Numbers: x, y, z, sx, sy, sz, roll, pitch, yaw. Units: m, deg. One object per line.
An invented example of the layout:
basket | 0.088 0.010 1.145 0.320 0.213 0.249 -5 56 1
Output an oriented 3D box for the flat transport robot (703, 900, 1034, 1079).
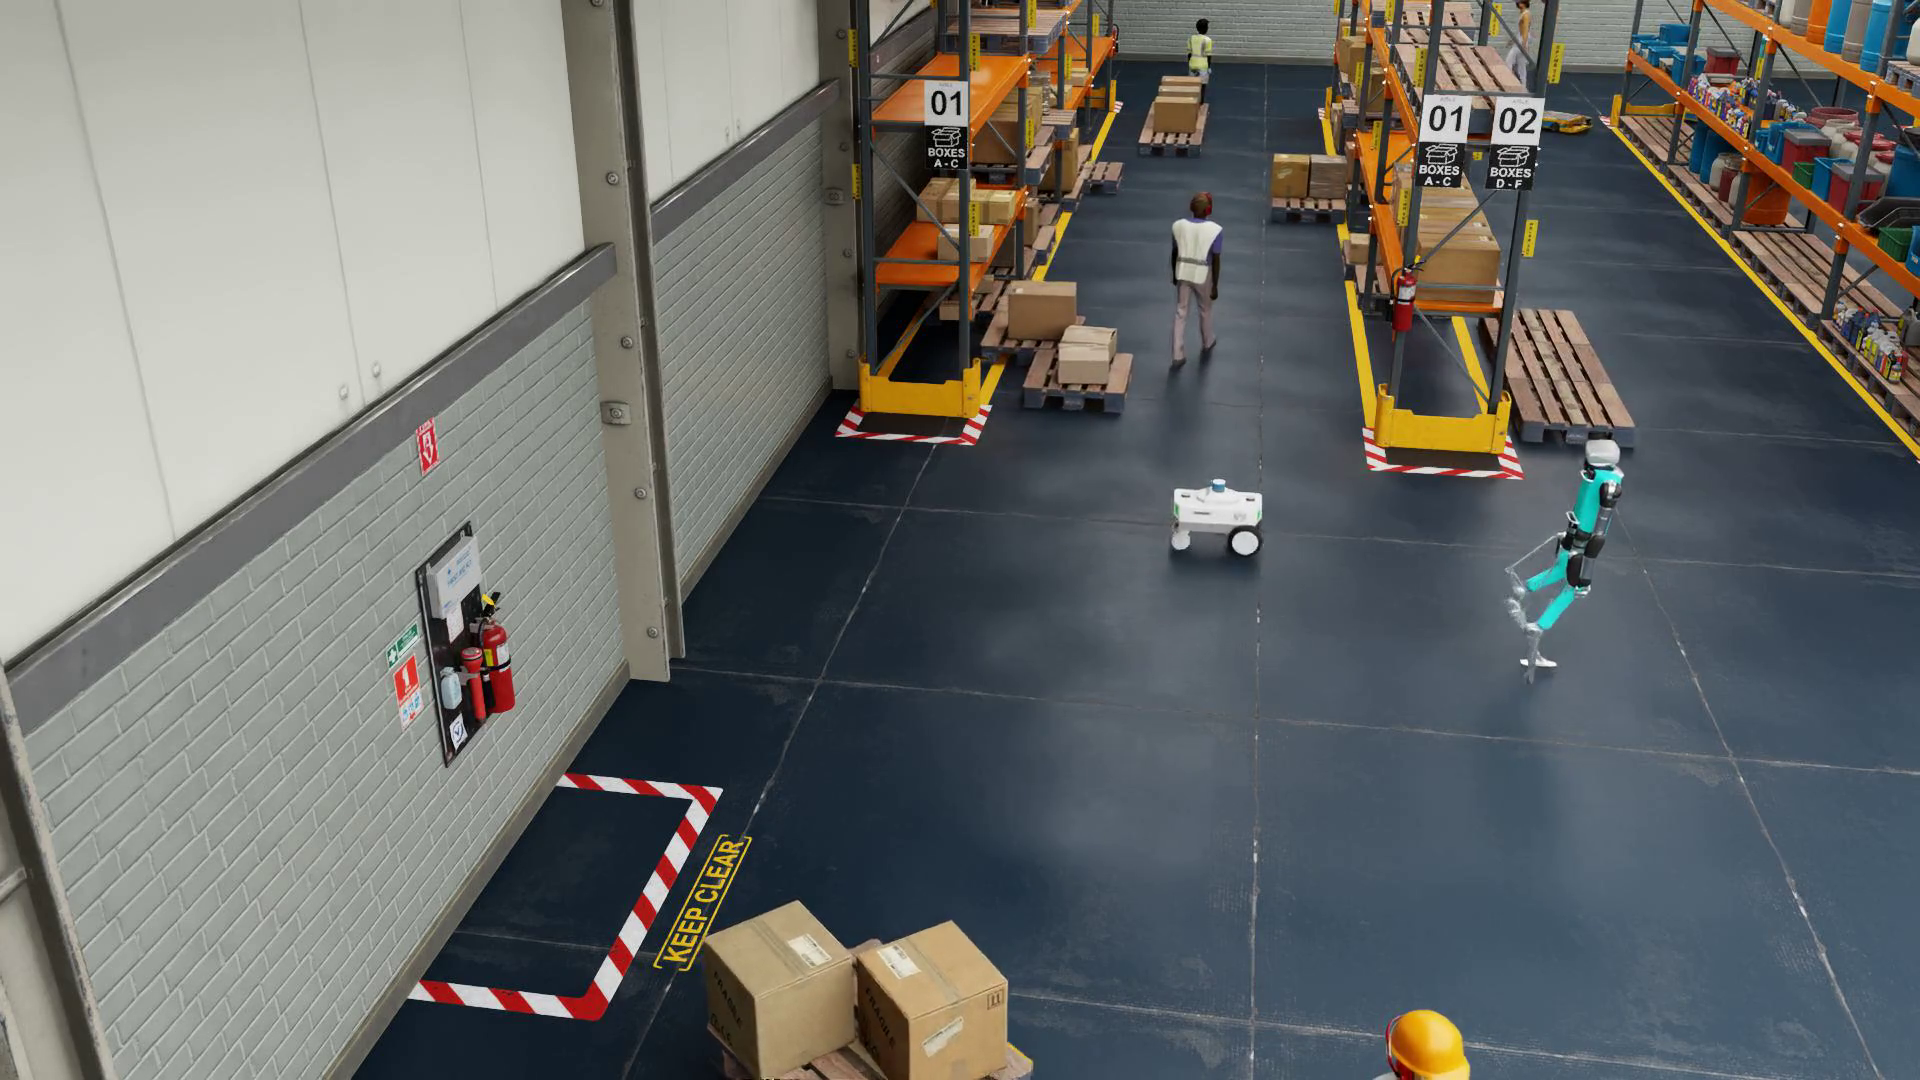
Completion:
flat transport robot | -0.400 2.596 7.800 1.431 0.231 0.659 -19 31 -35

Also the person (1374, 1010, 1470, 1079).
person | 1.612 2.490 6.124 0.563 1.890 0.380 -12 28 -24

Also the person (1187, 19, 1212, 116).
person | 4.286 -8.451 29.758 0.321 1.694 0.529 -22 33 -38

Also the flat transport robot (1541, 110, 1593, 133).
flat transport robot | 10.238 -7.329 29.043 1.431 0.231 0.659 23 33 39

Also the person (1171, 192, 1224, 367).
person | 2.477 -2.761 17.460 0.584 1.788 0.963 13 28 25

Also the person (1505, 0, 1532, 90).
person | 10.616 -9.505 31.855 0.777 1.833 0.529 5 26 11

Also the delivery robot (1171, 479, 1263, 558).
delivery robot | 2.097 -0.189 13.444 0.812 0.611 0.499 3 25 7

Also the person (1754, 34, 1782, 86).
person | 15.851 -9.800 32.564 0.314 1.769 0.523 -19 31 -34

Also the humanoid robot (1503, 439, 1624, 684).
humanoid robot | 4.004 0.214 11.309 0.718 1.905 0.548 2 25 5

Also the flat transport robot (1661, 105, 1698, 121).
flat transport robot | 13.198 -7.524 29.462 0.659 0.231 1.431 -19 31 -36
